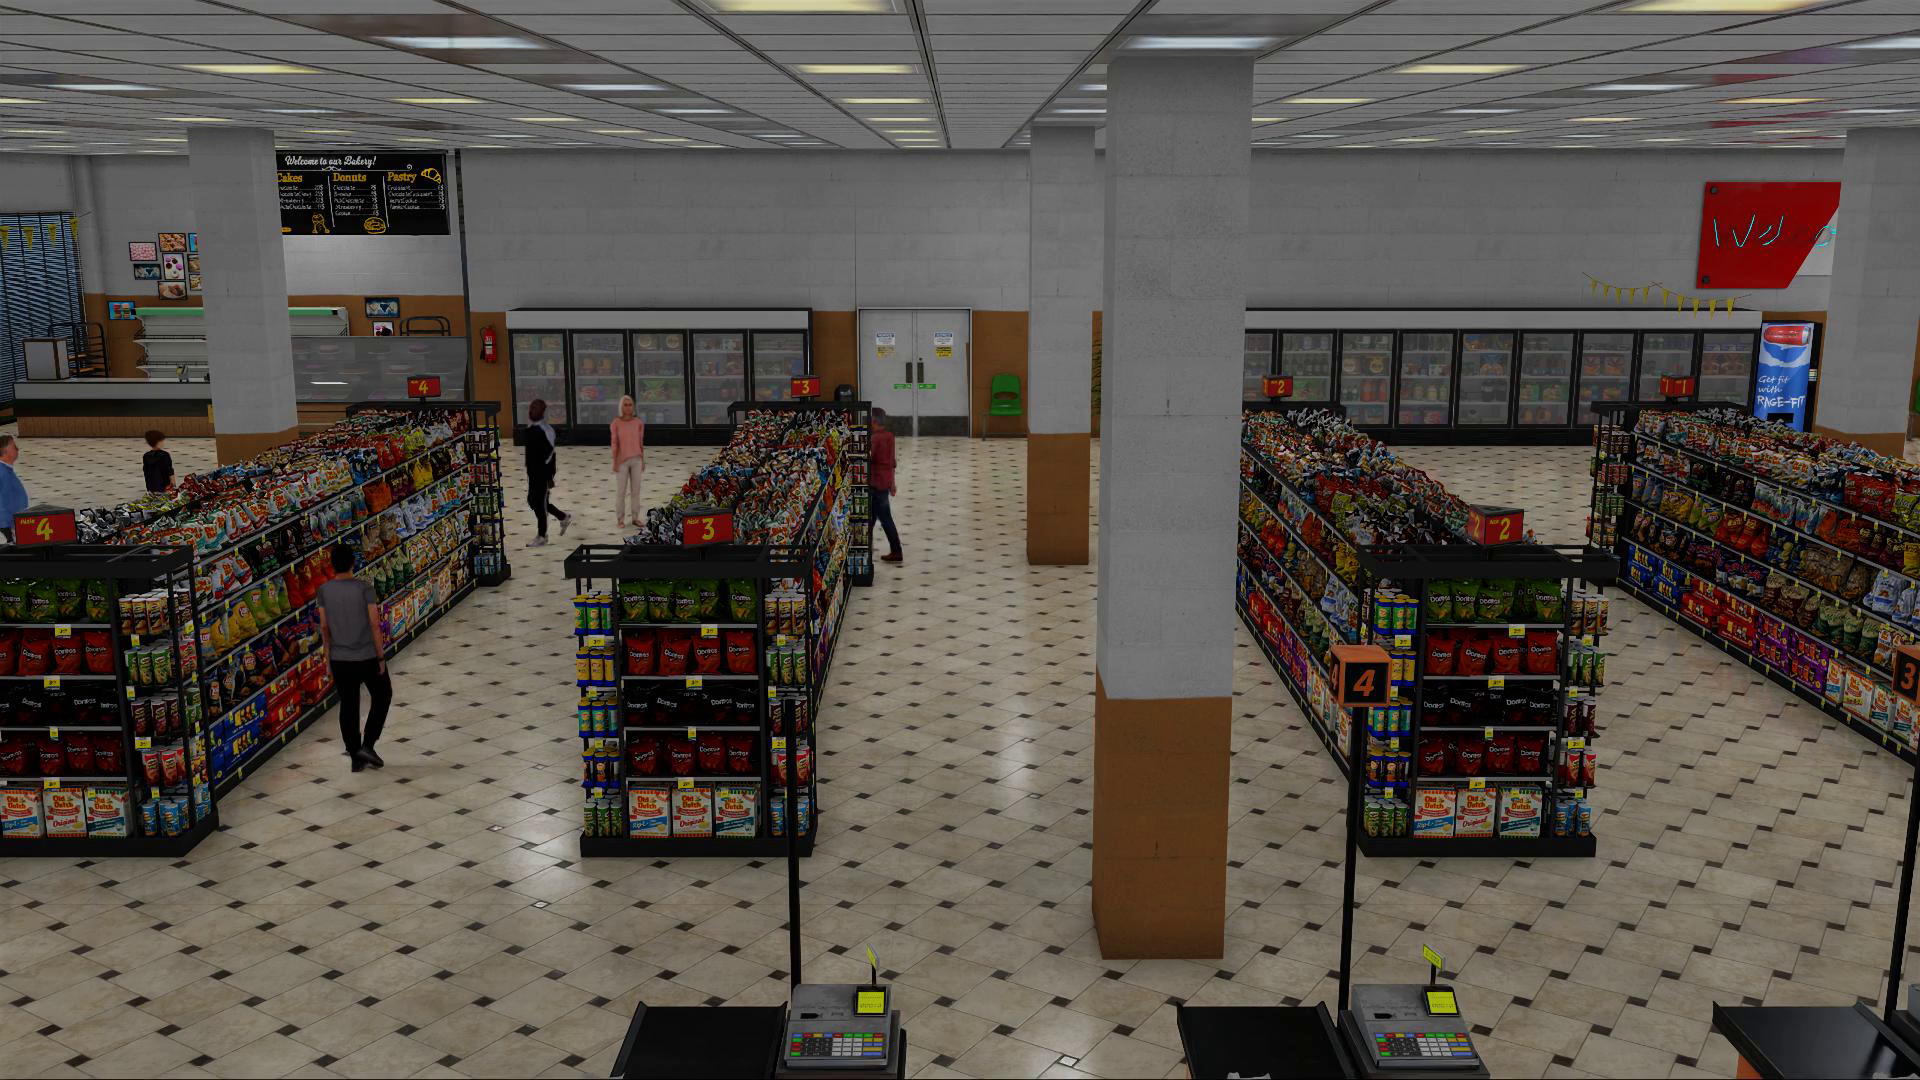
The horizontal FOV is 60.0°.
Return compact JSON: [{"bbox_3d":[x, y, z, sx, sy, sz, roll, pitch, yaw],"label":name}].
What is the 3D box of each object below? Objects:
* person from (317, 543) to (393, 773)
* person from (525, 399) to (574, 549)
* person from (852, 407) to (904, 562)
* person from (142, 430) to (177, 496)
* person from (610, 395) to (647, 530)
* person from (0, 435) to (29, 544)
[{"bbox_3d":[-4.524,0.902,12.373,0.615,1.746,0.666,0,12,1],"label":"person"},{"bbox_3d":[-5.086,-0.840,20.504,1.046,1.805,1.005,-11,16,-41],"label":"person"},{"bbox_3d":[-0.866,-0.620,19.494,1.073,1.791,1.188,6,13,25],"label":"person"},{"bbox_3d":[-9.786,-0.627,20.361,0.561,1.447,0.539,2,12,8],"label":"person"},{"bbox_3d":[-4.300,-1.025,21.577,0.684,1.725,0.687,-6,14,-28],"label":"person"},{"bbox_3d":[-10.020,-0.191,17.412,0.958,1.810,0.920,-7,14,-31],"label":"person"}]
